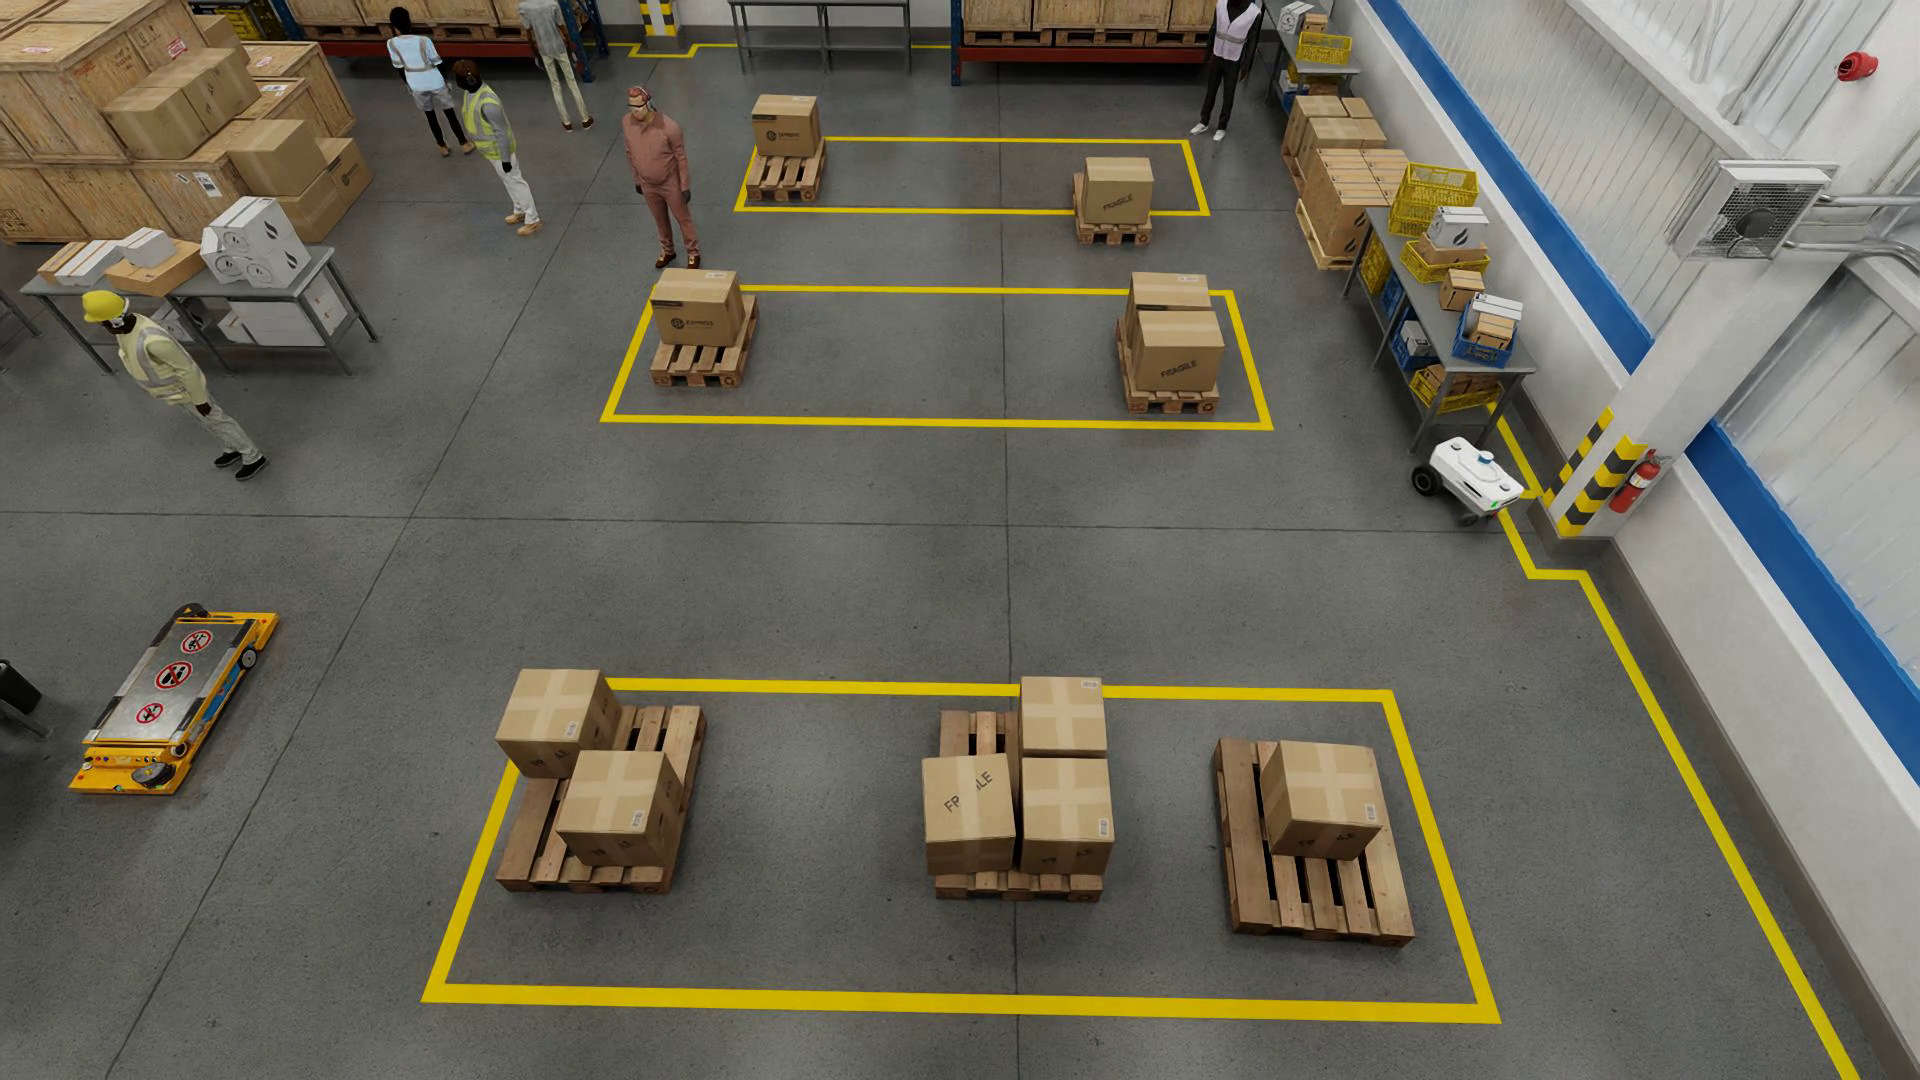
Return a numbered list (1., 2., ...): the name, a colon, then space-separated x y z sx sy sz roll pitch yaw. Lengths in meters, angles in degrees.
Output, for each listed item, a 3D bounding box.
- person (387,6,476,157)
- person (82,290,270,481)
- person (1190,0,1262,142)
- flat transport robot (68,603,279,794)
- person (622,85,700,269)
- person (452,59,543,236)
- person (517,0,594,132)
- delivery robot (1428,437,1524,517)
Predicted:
1. person: -6.430 -5.506 11.080 0.540 1.695 0.318 -8 50 -7
2. person: -6.291 -1.230 7.377 0.595 1.826 0.403 28 55 21
3. person: 3.301 -5.946 11.310 0.597 1.915 0.369 31 56 23
4. flat transport robot: -5.504 1.072 6.442 0.652 0.197 1.431 1 50 1
5. person: -3.064 -3.660 9.381 0.639 1.910 0.407 10 51 9
6. person: -5.004 -4.221 9.899 0.429 1.844 0.627 -32 57 -24
7. person: -5.081 -6.089 11.461 0.514 1.872 0.328 -12 51 -10
8. delivery robot: 4.242 -0.529 7.553 0.477 0.478 0.707 -21 53 -17
